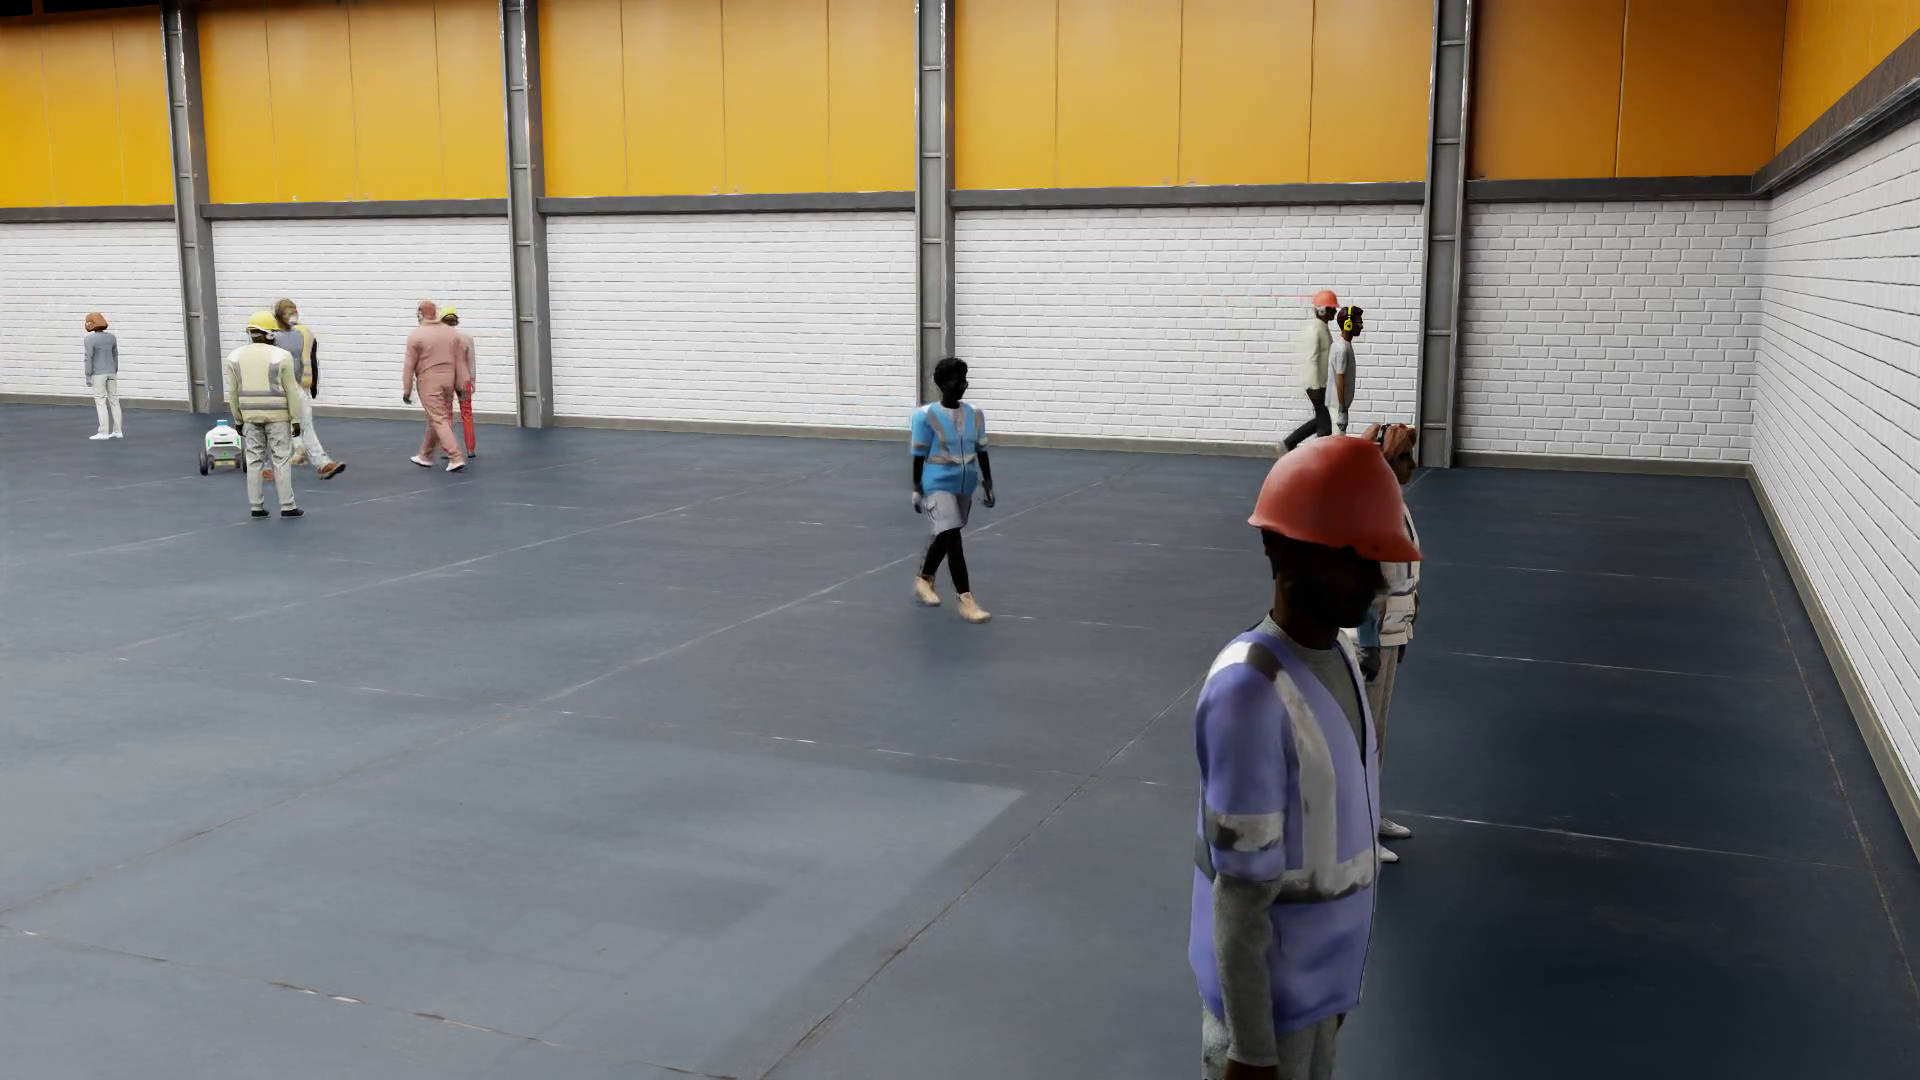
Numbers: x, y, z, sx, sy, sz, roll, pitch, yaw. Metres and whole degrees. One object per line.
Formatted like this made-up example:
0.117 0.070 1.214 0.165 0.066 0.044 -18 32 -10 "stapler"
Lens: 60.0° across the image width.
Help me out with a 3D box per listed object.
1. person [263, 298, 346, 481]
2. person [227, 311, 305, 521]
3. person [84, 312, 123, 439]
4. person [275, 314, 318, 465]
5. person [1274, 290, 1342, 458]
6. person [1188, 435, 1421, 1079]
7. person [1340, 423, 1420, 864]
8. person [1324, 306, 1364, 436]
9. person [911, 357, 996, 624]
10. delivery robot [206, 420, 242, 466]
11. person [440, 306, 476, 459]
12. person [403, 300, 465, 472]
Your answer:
-6.835 -1.518 17.001 1.071 1.871 0.637 4 10 22 "person"
-6.040 -1.077 14.507 0.598 1.828 0.403 0 9 3 "person"
-11.000 -2.099 21.319 0.277 1.628 0.500 3 10 20 "person"
-7.362 -1.713 18.390 0.537 1.822 0.644 6 11 34 "person"
3.747 -1.650 17.550 0.785 1.975 0.638 4 10 23 "person"
0.604 0.775 2.961 0.374 1.934 0.549 5 10 27 "person"
1.571 0.375 6.284 0.307 1.641 0.511 4 10 24 "person"
3.482 -1.195 15.147 0.323 1.862 0.510 2 10 11 "person"
-0.066 -0.340 10.577 0.541 1.651 0.891 -7 12 -37 "person"
-7.927 -1.049 17.904 0.477 0.478 0.707 -4 10 -23 "delivery robot"
-5.838 -1.810 19.157 0.523 1.764 0.323 -5 10 -26 "person"
-5.715 -1.667 18.040 1.025 1.857 0.653 6 11 34 "person"
